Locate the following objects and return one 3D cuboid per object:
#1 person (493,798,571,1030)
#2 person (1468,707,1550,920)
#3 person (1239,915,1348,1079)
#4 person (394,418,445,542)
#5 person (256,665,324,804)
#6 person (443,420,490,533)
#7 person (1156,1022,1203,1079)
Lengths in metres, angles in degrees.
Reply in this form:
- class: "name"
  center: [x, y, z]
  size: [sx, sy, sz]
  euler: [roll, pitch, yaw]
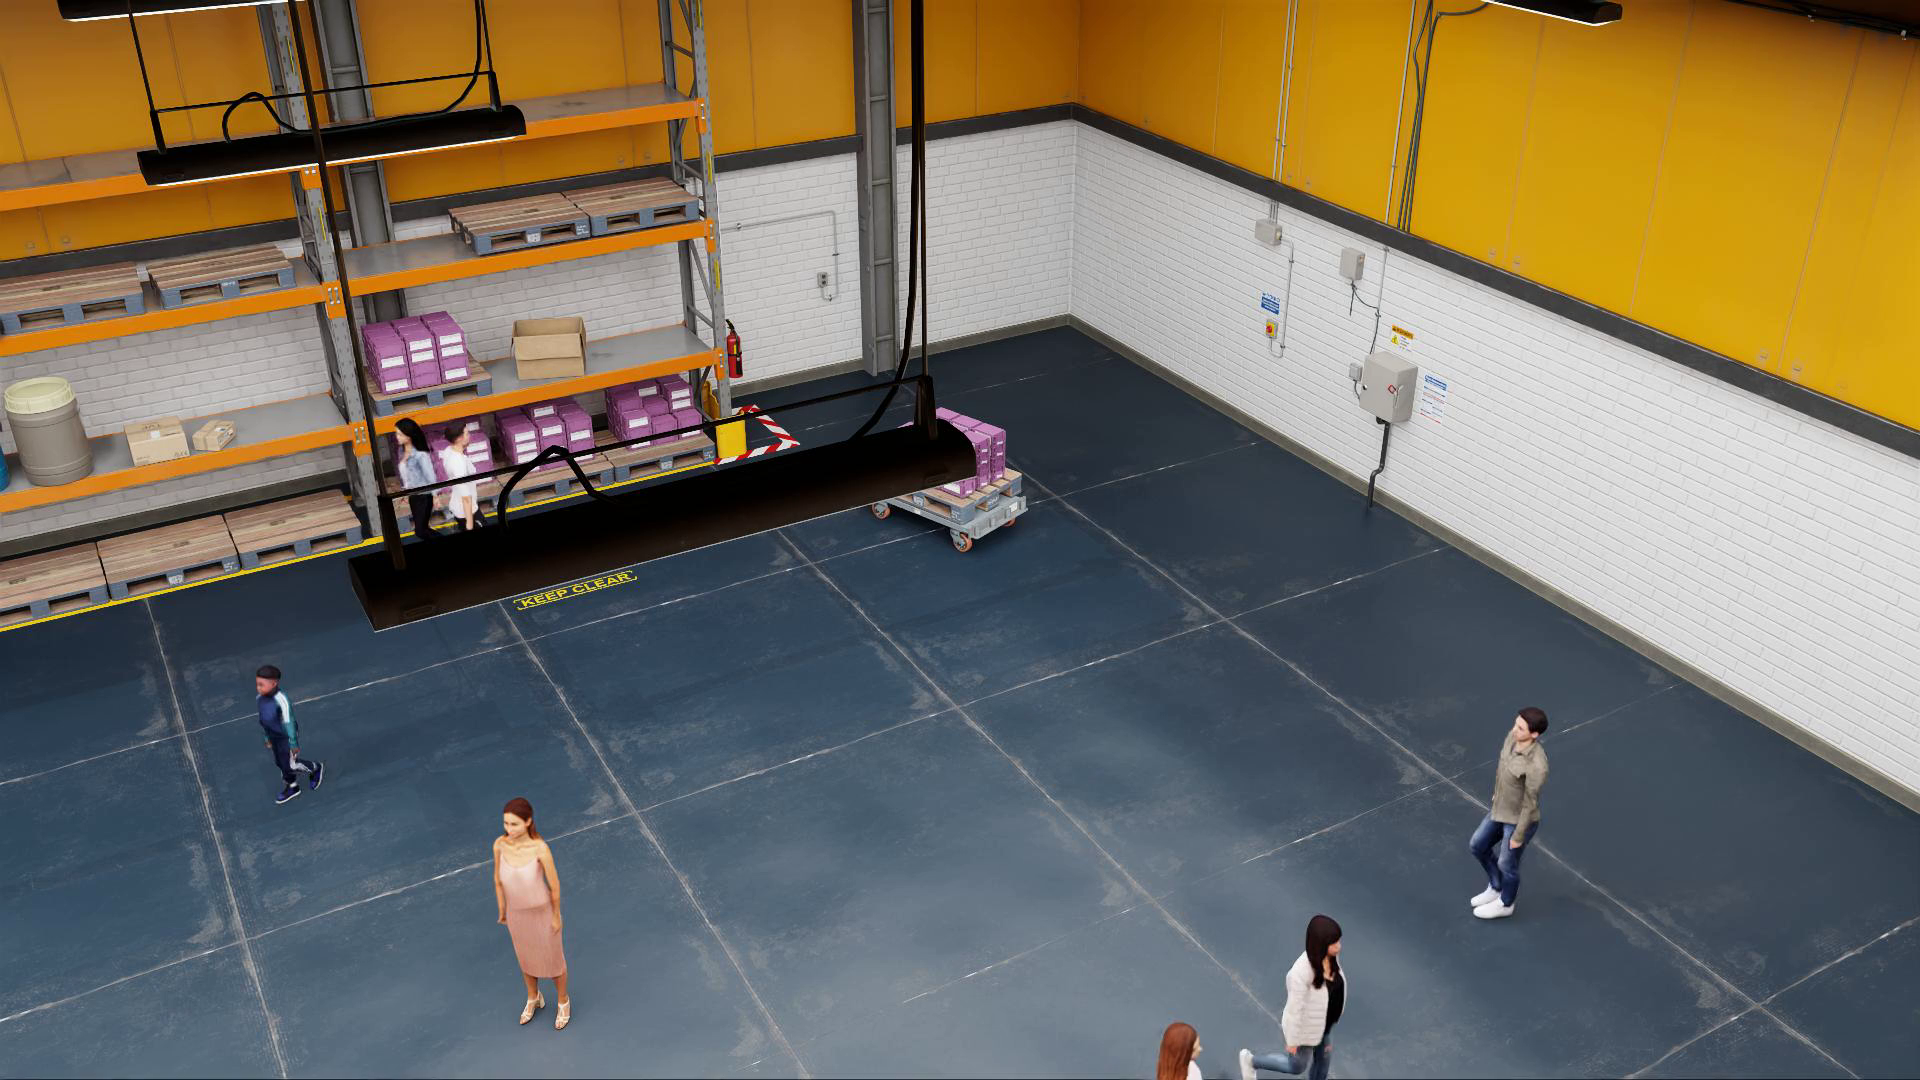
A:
- class: "person"
  center: [-2.835, 2.473, 11.045]
  size: [0.646, 1.832, 0.719]
  euler: [6, 29, 10]
- class: "person"
  center: [4.059, 1.968, 11.948]
  size: [0.785, 1.854, 0.815]
  euler: [-4, 29, -6]
- class: "person"
  center: [2.113, 2.960, 10.374]
  size: [0.862, 1.620, 0.956]
  euler: [23, 36, 36]
- class: "person"
  center: [-5.283, -0.457, 16.558]
  size: [0.737, 1.697, 0.696]
  euler: [-24, 37, -37]
- class: "person"
  center: [-5.410, 1.529, 13.383]
  size: [0.657, 1.249, 0.739]
  euler: [16, 33, 27]
- class: "person"
  center: [-4.869, -0.283, 16.105]
  size: [1.039, 1.824, 0.646]
  euler: [-14, 32, -24]
- class: "person"
  center: [1.145, 3.387, 9.503]
  size: [1.063, 1.704, 0.920]
  euler: [3, 29, 5]
